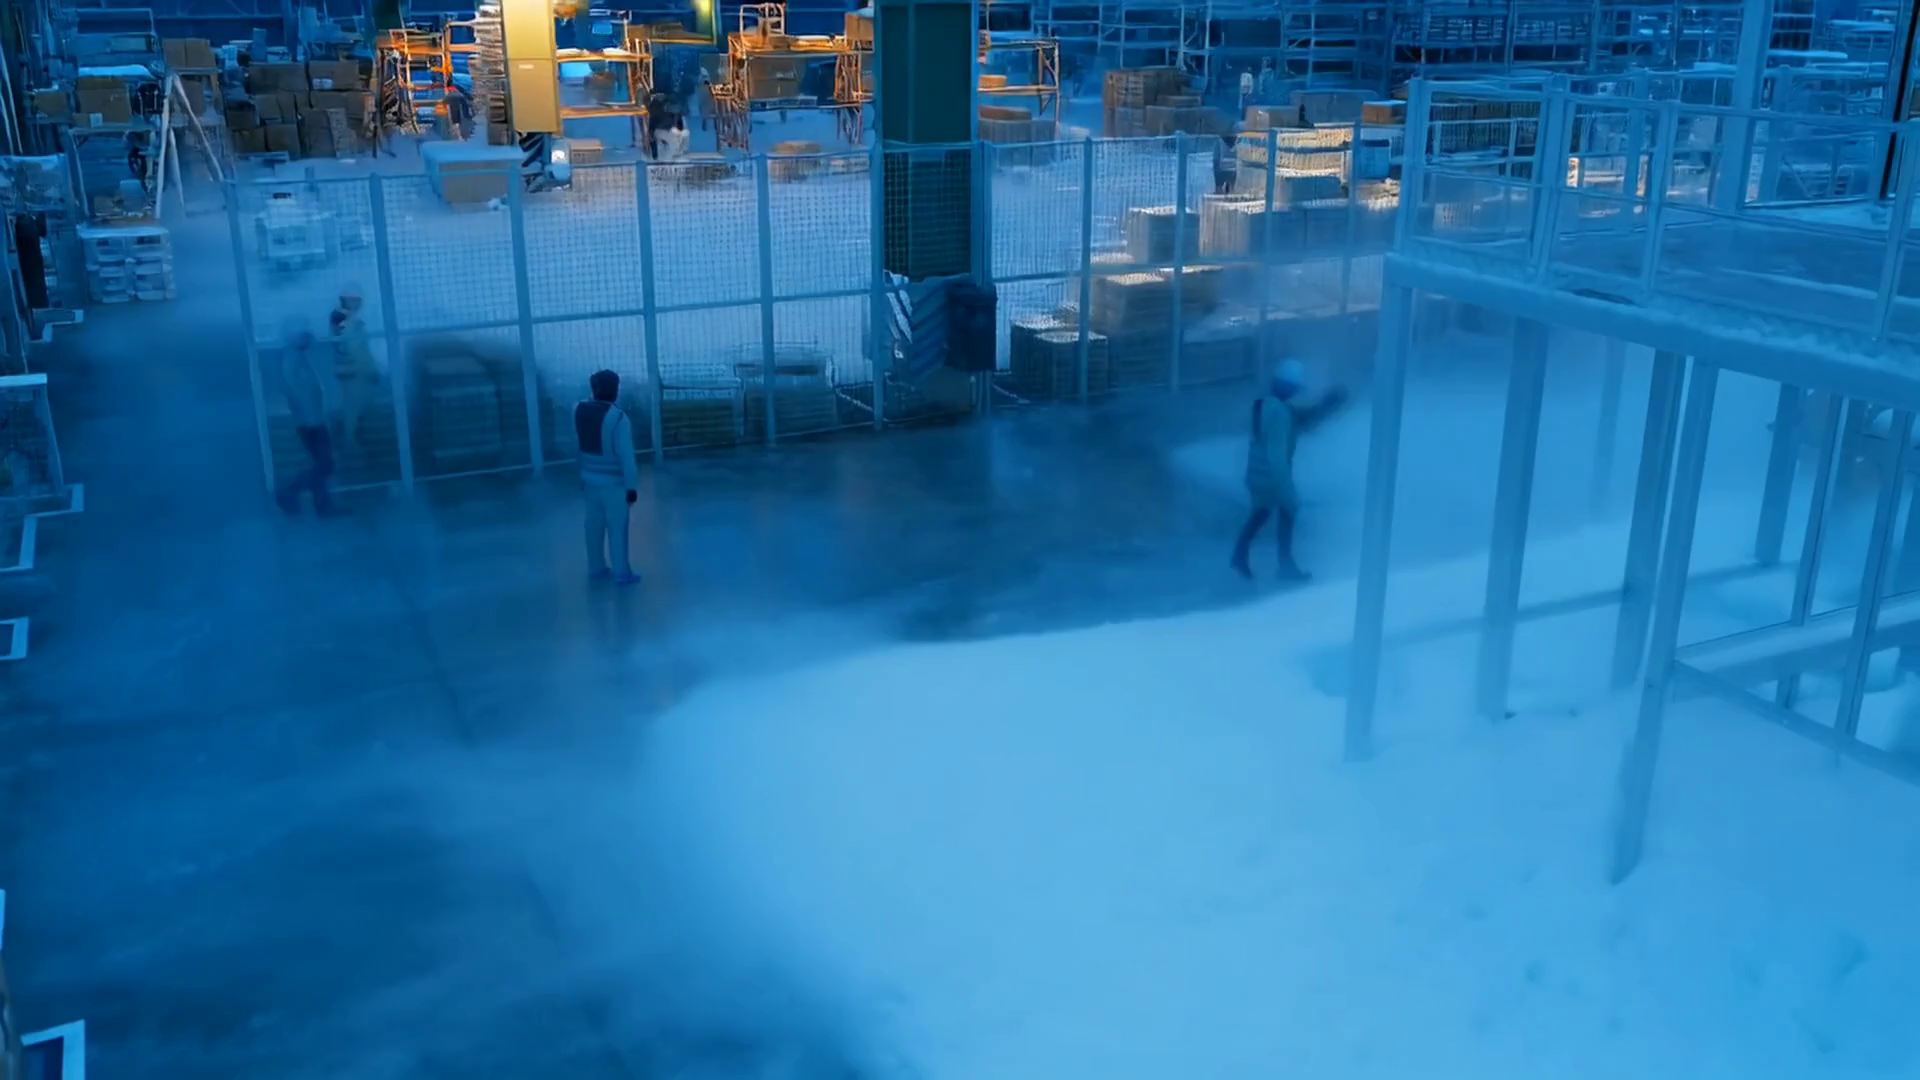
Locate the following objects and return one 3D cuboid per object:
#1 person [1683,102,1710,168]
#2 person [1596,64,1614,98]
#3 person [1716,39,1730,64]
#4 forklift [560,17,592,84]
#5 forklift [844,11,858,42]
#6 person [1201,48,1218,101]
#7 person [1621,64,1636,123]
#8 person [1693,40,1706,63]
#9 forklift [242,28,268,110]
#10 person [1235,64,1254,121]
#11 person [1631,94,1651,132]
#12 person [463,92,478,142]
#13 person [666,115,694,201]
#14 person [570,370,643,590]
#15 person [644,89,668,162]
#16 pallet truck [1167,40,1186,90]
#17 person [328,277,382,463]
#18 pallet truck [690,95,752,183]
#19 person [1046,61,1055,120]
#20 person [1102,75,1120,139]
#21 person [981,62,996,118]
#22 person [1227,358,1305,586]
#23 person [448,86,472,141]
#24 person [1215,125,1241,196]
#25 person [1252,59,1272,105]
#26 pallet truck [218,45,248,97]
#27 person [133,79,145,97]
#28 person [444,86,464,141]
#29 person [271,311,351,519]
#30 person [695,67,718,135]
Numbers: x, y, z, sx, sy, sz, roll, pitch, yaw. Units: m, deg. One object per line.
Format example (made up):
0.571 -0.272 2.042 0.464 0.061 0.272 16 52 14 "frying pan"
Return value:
17.296 -9.362 39.255 0.608 1.913 0.988 -5 20 -15 "person"
21.110 -14.604 54.493 0.544 1.906 0.859 7 20 21 "person"
36.905 -23.573 80.610 0.640 1.810 0.626 -7 20 -20 "person"
-16.414 -21.275 72.343 1.873 2.768 1.129 -12 22 -31 "forklift"
-5.450 -25.088 83.395 1.873 2.768 1.129 -9 21 -25 "forklift"
9.588 -17.920 63.988 0.857 1.964 0.660 14 23 34 "person"
21.986 -14.671 54.666 0.645 1.906 0.557 -10 22 -28 "person"
34.597 -22.553 77.883 0.806 1.662 0.528 -14 23 -35 "person"
-24.981 -16.906 59.677 1.873 2.768 1.129 -9 21 -25 "forklift"
9.617 -14.944 55.566 0.924 1.852 0.588 -17 25 -40 "person"
20.223 -12.713 49.422 0.514 1.615 0.461 3 19 9 "person"
-13.351 -11.287 45.172 0.540 1.697 0.318 3 19 8 "person"
-6.125 -8.415 36.635 0.634 1.839 0.429 -13 23 -33 "person"
-2.888 -0.496 13.699 0.619 1.836 0.431 12 22 31 "person"
-7.961 -10.957 43.951 0.697 1.874 0.665 -7 20 -19 "person"
9.045 -19.971 69.895 0.823 1.965 1.885 -3 19 -8 "pallet truck"
-6.225 -1.746 17.163 0.635 1.927 0.440 18 26 41 "person"
-5.836 -9.608 39.856 0.823 1.965 1.885 10 22 27 "pallet truck"
3.049 -15.019 55.635 0.373 1.937 0.629 -3 19 -8 "person"
4.509 -12.954 49.768 0.510 1.860 0.334 7 20 20 "person"
1.004 -14.863 55.188 0.620 1.925 0.662 -11 22 -28 "person"
2.573 -0.561 13.745 0.443 1.940 0.554 -5 20 -15 "person"
-13.299 -11.089 44.279 0.635 1.920 0.442 7 20 19 "person"
5.462 -7.470 33.823 0.587 1.884 0.871 -5 20 -14 "person"
11.281 -17.012 61.806 0.743 1.668 0.544 -7 20 -18 "person"
-28.879 -18.665 66.111 0.823 1.965 1.885 -3 19 -9 "pallet truck"
-25.320 -13.409 51.429 0.522 1.631 0.324 7 20 19 "person"
-13.673 -11.308 45.009 0.643 1.854 1.014 6 20 17 "person"
-6.040 -1.116 15.262 0.564 1.980 0.636 -8 20 -21 "person"
-7.781 -13.454 50.939 0.681 2.000 0.535 2 19 5 "person"
